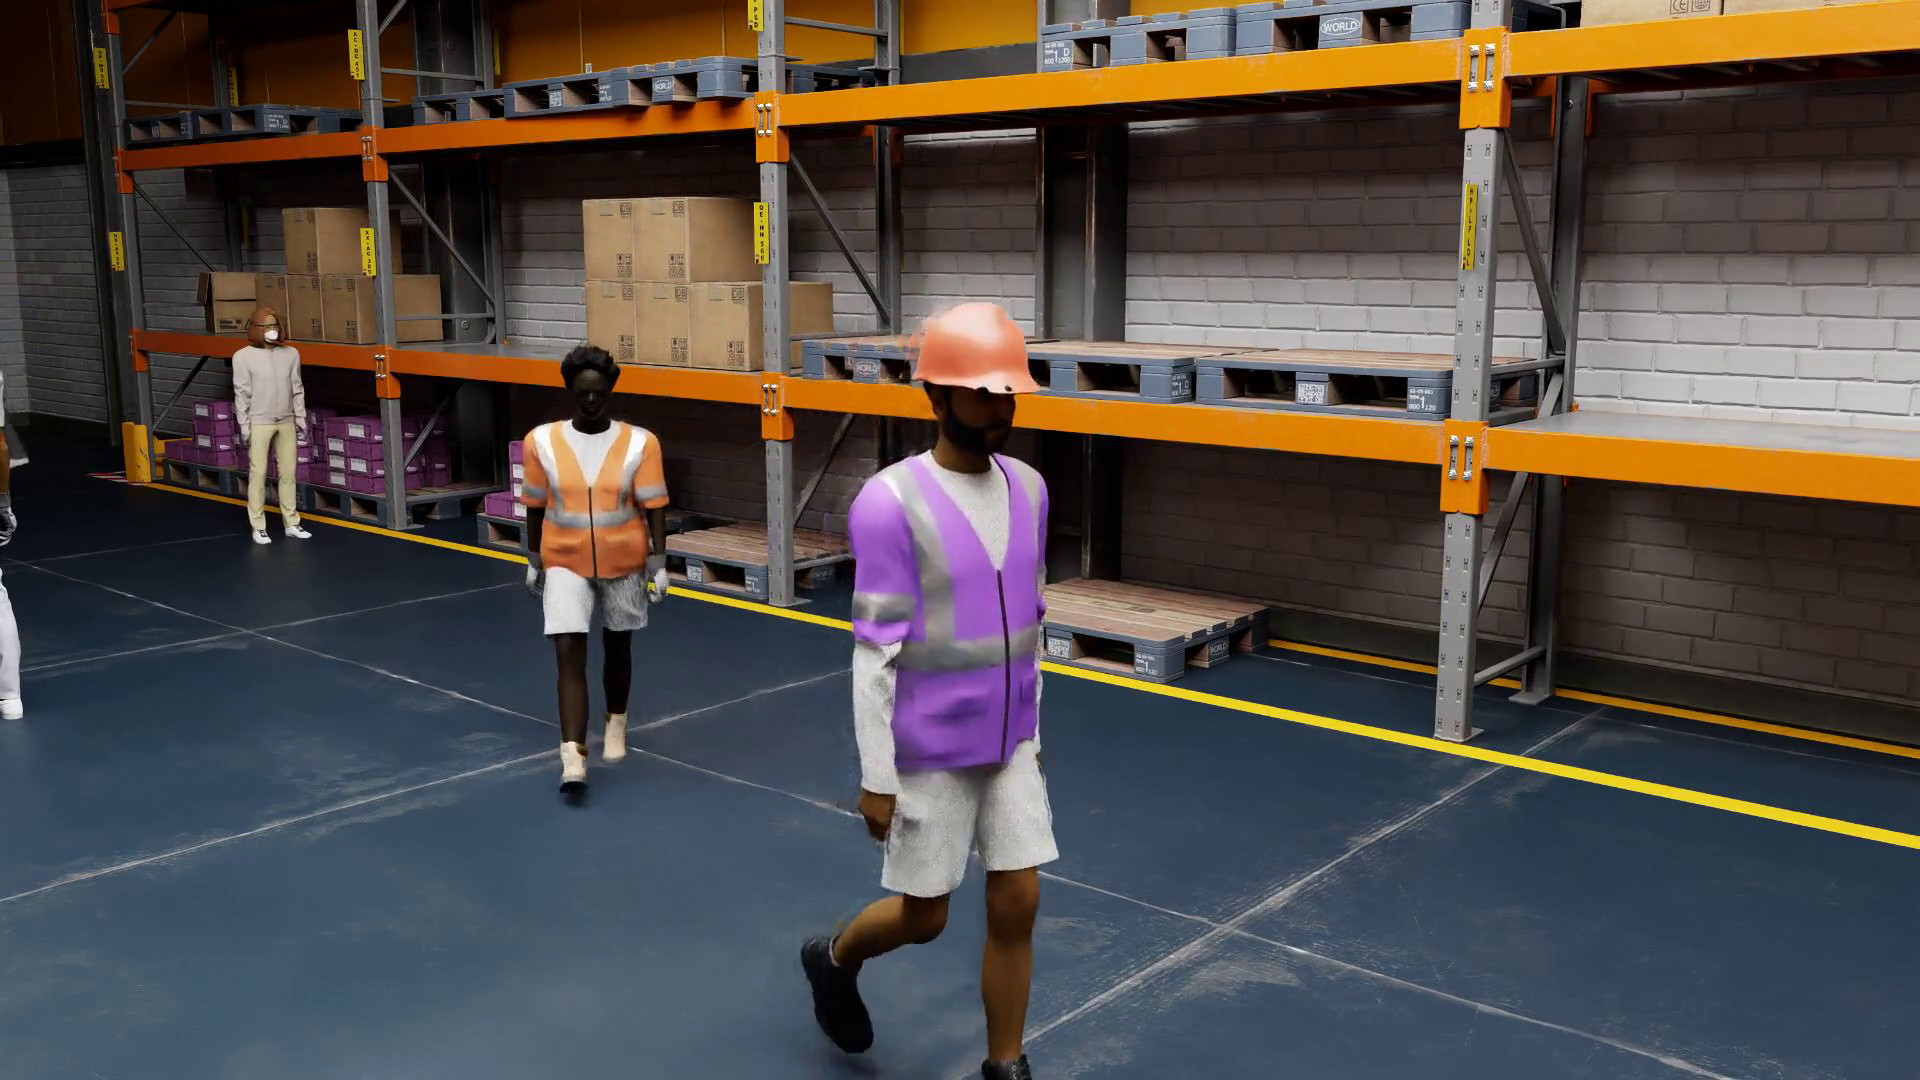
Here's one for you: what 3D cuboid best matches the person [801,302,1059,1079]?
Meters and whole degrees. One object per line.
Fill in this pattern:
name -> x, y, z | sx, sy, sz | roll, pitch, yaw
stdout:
person -> -0.050, 0.418, 3.776 | 0.552, 1.914, 0.789 | -9, 13, -40

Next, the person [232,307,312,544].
person -> -4.737, -0.786, 11.451 | 0.283, 1.626, 0.501 | 7, 12, 36

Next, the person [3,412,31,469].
person -> -8.989, -1.533, 15.004 | 0.987, 1.873, 0.594 | -2, 10, -12

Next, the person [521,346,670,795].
person -> -1.359, 0.108, 6.236 | 0.550, 1.649, 0.857 | -2, 10, -12

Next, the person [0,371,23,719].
person -> -4.234, -0.125, 6.980 | 0.327, 1.872, 0.516 | 5, 11, 28
